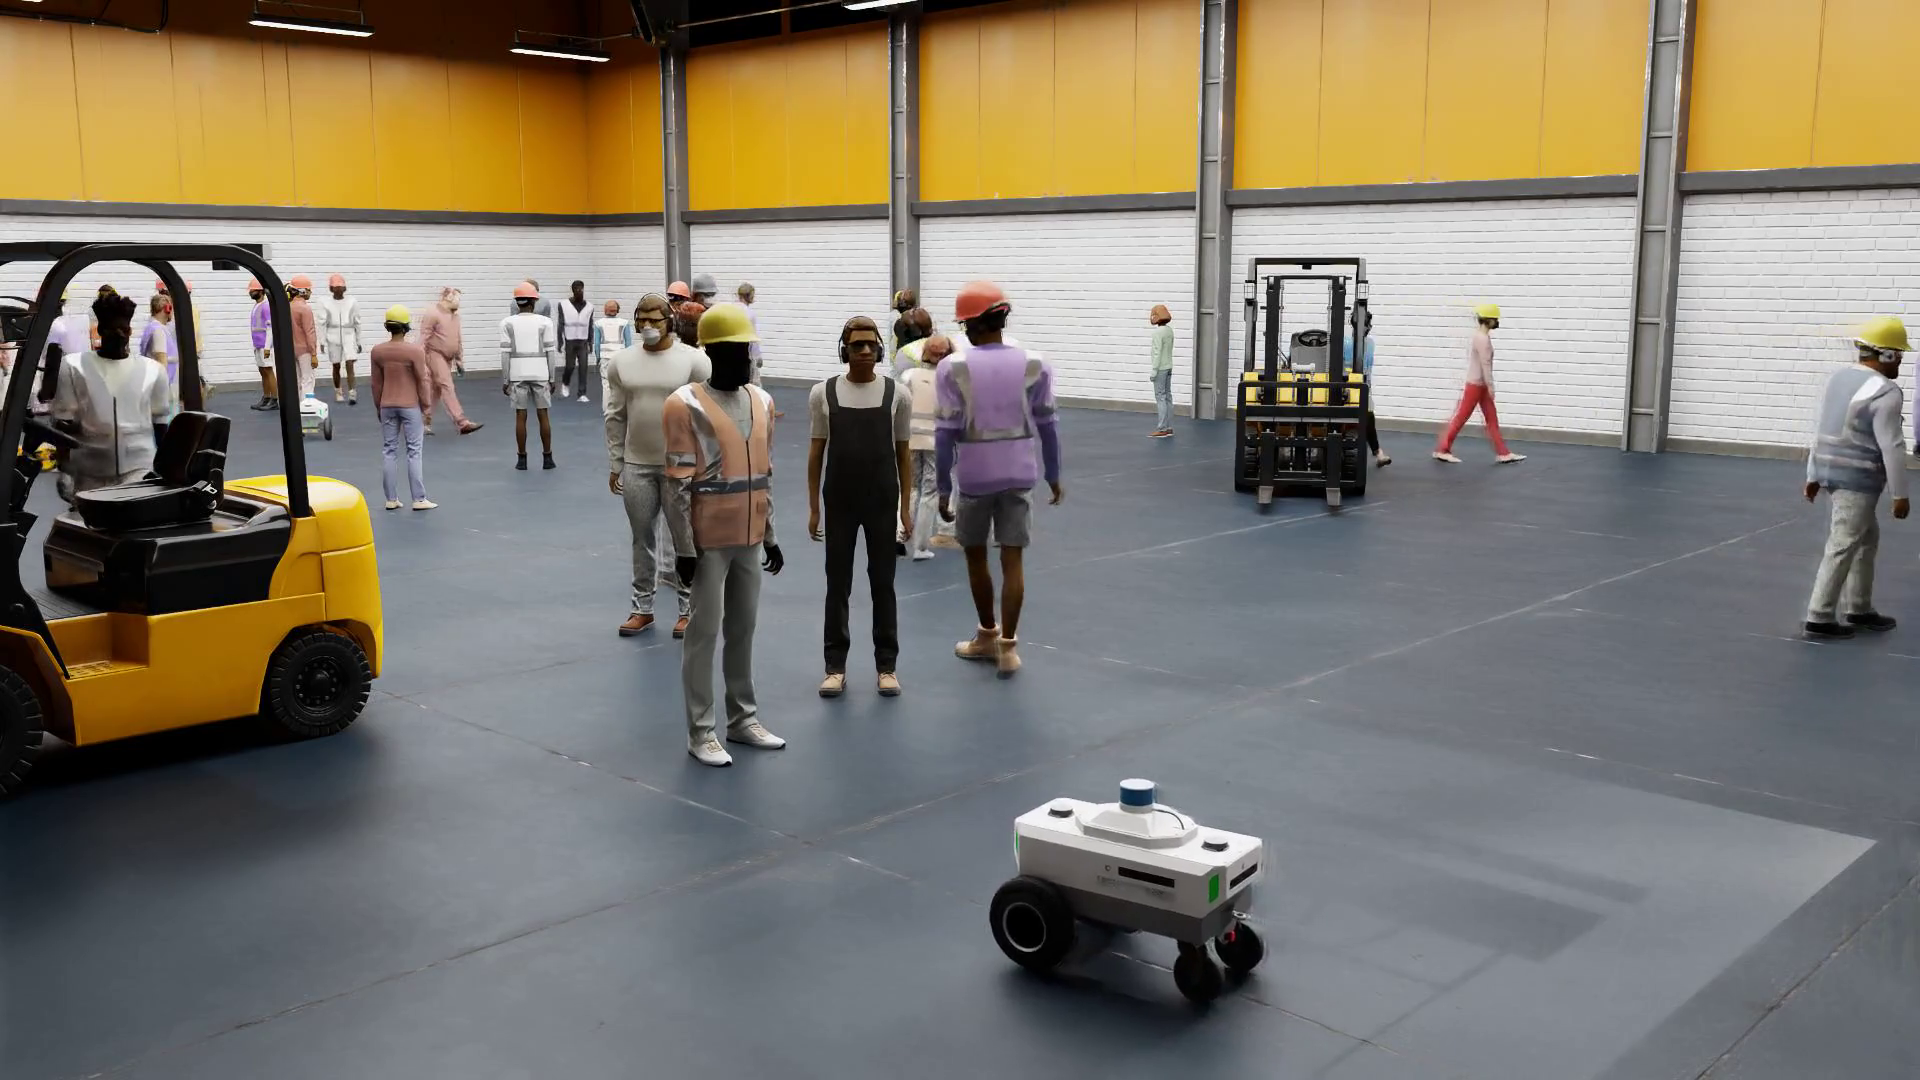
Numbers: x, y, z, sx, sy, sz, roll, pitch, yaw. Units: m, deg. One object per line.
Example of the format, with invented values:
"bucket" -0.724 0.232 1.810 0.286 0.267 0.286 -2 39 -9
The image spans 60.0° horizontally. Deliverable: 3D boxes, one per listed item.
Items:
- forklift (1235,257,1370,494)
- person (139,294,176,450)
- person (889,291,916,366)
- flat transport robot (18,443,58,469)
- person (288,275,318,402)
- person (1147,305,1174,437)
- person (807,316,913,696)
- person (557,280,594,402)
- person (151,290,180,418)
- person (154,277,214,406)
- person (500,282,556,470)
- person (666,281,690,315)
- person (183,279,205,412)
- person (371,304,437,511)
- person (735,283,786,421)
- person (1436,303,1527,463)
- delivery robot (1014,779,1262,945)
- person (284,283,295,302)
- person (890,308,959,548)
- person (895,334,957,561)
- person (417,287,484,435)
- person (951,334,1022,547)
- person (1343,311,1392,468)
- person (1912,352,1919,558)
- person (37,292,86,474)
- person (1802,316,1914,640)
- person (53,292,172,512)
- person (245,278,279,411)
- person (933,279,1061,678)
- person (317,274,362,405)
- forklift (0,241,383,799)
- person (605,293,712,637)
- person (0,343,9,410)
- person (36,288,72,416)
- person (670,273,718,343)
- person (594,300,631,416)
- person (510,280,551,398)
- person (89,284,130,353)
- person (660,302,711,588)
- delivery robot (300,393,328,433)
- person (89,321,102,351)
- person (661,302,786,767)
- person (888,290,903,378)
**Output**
"forklift" 3.309 -1.629 16.029 1.214 2.155 2.313 2 9 11
"person" -7.893 -1.495 16.370 0.419 1.825 0.732 -5 10 -27
"person" -0.562 -2.012 19.627 0.662 1.832 0.678 4 10 24
"flat transport robot" -9.403 -0.930 17.626 0.652 0.197 1.431 4 10 25
"person" -8.441 -2.406 21.406 0.625 1.992 0.386 8 12 41
"person" 2.483 -2.084 20.534 0.266 1.631 0.507 5 11 29
"person" -0.484 -0.157 8.070 0.513 1.846 0.339 0 9 -3
"person" -6.030 -3.115 26.022 0.623 1.903 0.567 -6 11 -33
"person" -9.991 -2.236 20.921 0.551 1.824 0.829 2 9 13
"person" -11.750 -2.991 25.088 0.618 1.962 0.676 -2 9 -12
"person" -4.450 -1.683 17.166 0.543 1.932 0.376 -2 9 -13
"person" -3.220 -1.988 19.046 0.373 1.929 0.542 -8 12 -41
"person" -10.272 -2.490 22.092 0.365 1.939 0.542 -1 9 -6
"person" -4.780 -1.130 14.272 0.532 1.772 0.300 2 9 12
"person" -2.870 -2.496 22.311 1.040 1.885 0.653 -4 10 -21
"person" 5.538 -1.655 17.654 0.929 1.711 0.536 3 10 16
"delivery robot" 0.522 0.953 4.926 0.707 0.478 0.477 6 11 34
"person" -9.419 -2.690 23.526 0.328 1.872 0.513 2 9 11
"person" -0.330 -0.848 12.535 0.961 1.777 0.607 7 11 35
"person" -0.217 -0.646 11.763 0.528 1.624 0.343 4 10 23
"person" -6.390 -2.212 20.683 0.961 1.843 0.716 2 9 10
"person" 0.177 -0.883 12.411 0.576 1.881 0.354 2 9 10
"person" 4.142 -1.557 17.232 0.595 1.645 0.748 -8 12 -41
"person" 6.690 -0.674 11.053 0.403 1.911 0.637 -9 13 -44
"person" -8.943 -1.565 16.539 0.593 1.897 0.728 -1 9 -4
"person" 5.080 -0.334 9.253 0.724 1.805 0.632 0 9 0
"person" -4.812 -0.435 9.468 0.639 1.944 0.809 -6 11 -31
"person" -10.230 -2.860 24.362 0.359 1.938 0.547 -8 12 -41
"person" 0.203 -0.318 8.541 0.722 2.013 0.594 -1 9 -9
"person" -9.513 -3.071 25.524 0.633 1.986 1.069 -4 10 -24
"forklift" -3.706 -0.171 7.093 1.214 2.155 2.313 9 13 43
"person" -1.687 -0.415 9.369 0.638 1.936 0.356 2 9 10
"person" -12.498 -2.210 21.327 0.546 1.612 0.649 -2 9 -12
"person" -12.704 -2.697 23.613 0.664 1.860 0.998 6 11 31
"person" -2.495 -1.611 16.390 0.685 2.000 0.536 -9 13 -44
"person" -4.856 -2.537 23.291 0.515 1.640 0.315 0 9 -2
"person" -6.780 -3.149 26.298 0.659 1.893 0.854 -4 10 -21
"person" -11.648 -2.571 22.818 0.519 1.865 0.327 -6 11 -32
"person" -1.640 -0.575 10.582 0.837 1.852 0.615 7 12 37
"delivery robot" -7.899 -1.543 20.232 0.477 0.478 0.707 -3 10 -15
"person" -10.833 -2.218 21.162 0.320 1.698 0.531 0 9 0
"person" -0.982 -0.029 7.028 0.355 1.930 0.587 7 12 37
"person" -0.892 -2.911 25.273 0.324 1.742 0.492 -7 12 -37
